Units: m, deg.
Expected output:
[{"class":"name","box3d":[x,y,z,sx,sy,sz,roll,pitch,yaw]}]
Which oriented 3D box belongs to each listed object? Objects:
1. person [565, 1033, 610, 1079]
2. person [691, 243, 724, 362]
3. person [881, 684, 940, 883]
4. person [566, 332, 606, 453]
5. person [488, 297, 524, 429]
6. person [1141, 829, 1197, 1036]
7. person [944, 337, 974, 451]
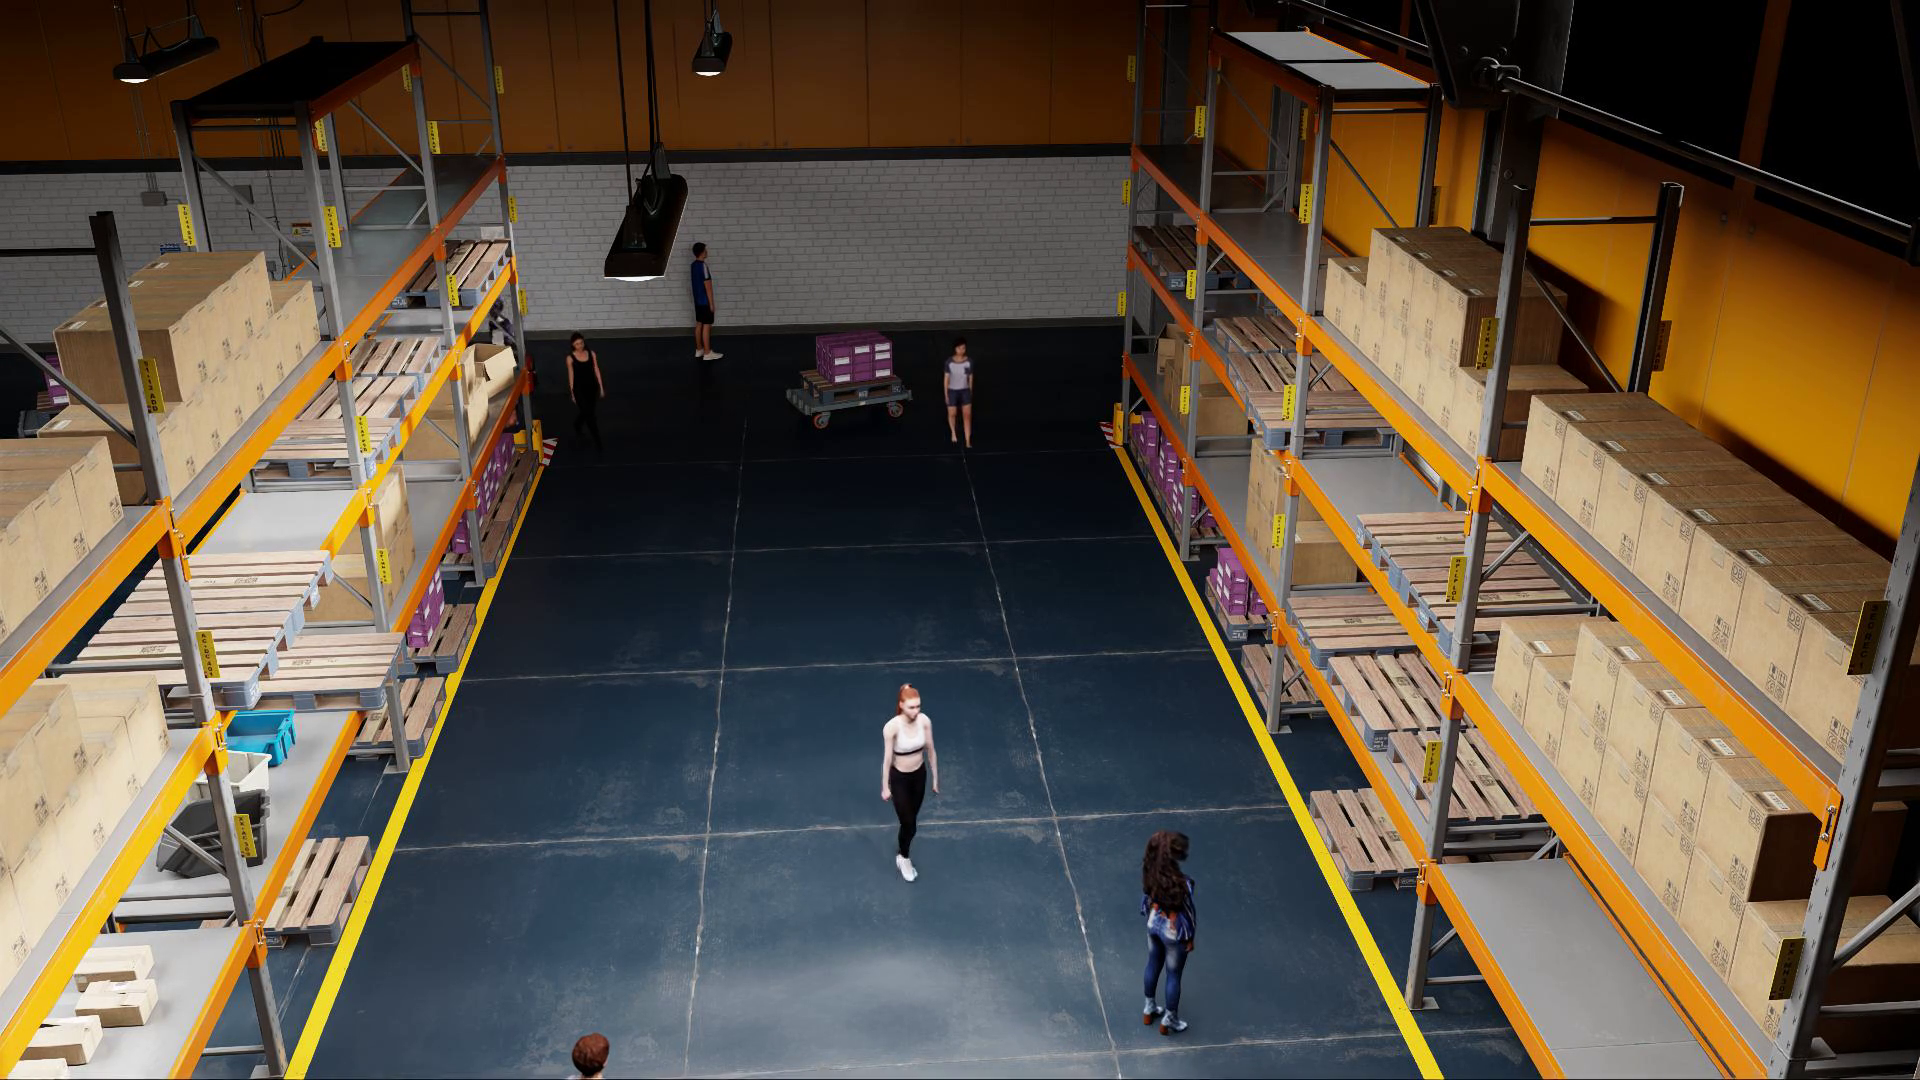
[{"class":"person","box3d":[-2.107,3.598,9.720,0.662,1.651,0.648,7,25,16]},{"class":"person","box3d":[-4.082,-3.805,26.387,0.807,1.866,0.700,-17,29,-33]},{"class":"person","box3d":[-0.468,1.923,13.445,0.721,1.735,0.751,-14,27,-29]},{"class":"person","box3d":[-5.121,-2.031,22.590,0.996,1.654,1.180,-17,29,-33]},{"class":"person","box3d":[-6.335,-2.516,23.417,0.847,1.881,0.908,20,30,38]},{"class":"person","box3d":[1.466,2.745,11.710,0.765,1.620,0.670,-18,30,-36]},{"class":"person","box3d":[-0.041,-2.038,22.767,0.558,1.526,0.965,-2,24,-5]}]
